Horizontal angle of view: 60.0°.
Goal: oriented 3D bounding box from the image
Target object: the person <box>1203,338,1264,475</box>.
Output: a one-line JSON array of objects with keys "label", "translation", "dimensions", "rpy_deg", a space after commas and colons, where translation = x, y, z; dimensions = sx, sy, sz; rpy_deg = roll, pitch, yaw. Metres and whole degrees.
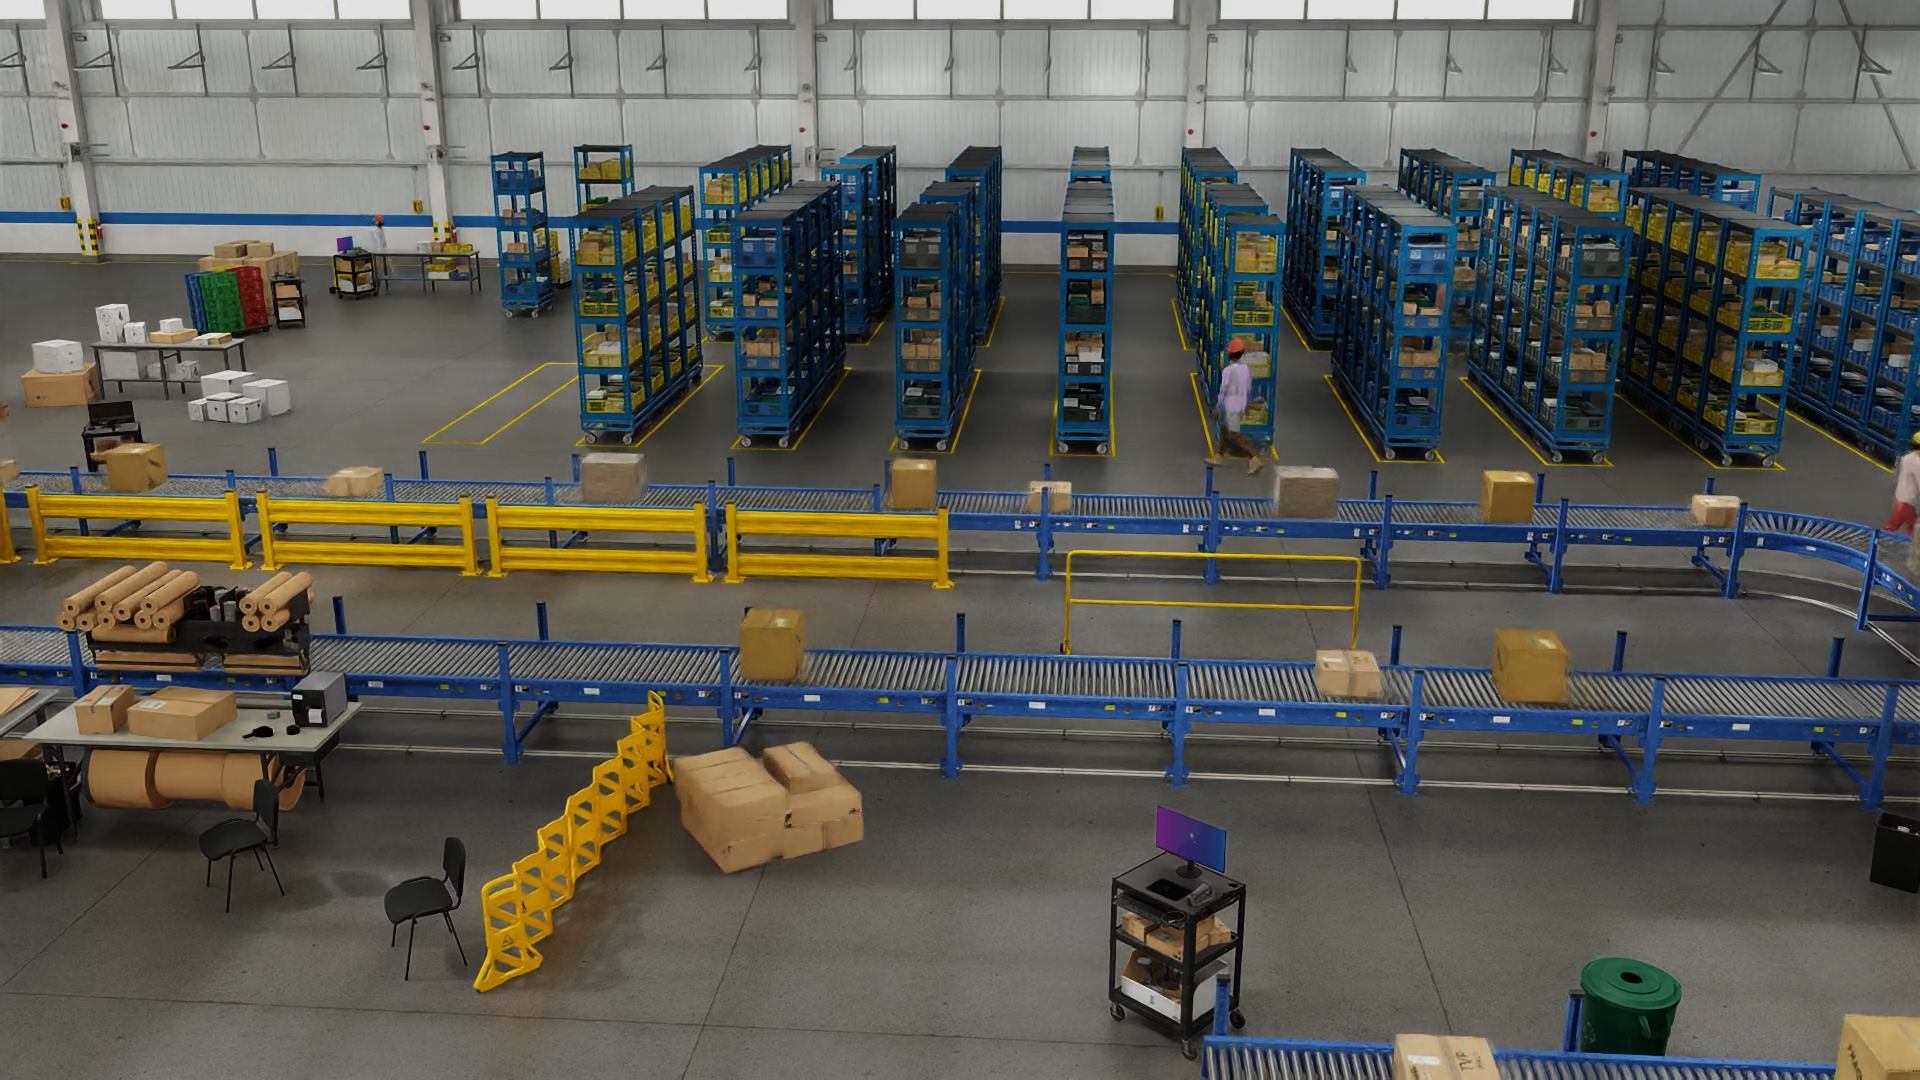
[{"label": "person", "translation": [4.112, -1.972, 24.569], "dimensions": [1.046, 2.000, 0.606], "rpy_deg": [14, 22, 37]}]

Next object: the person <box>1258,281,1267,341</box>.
[{"label": "person", "translation": [5.952, -4.651, 33.366], "dimensions": [0.451, 1.819, 0.585], "rpy_deg": [-2, 18, -6]}]

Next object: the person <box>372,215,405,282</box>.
[{"label": "person", "translation": [-14.662, -7.403, 42.259], "dimensions": [0.889, 1.698, 0.571], "rpy_deg": [1, 18, 4]}]

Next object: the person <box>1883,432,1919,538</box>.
[{"label": "person", "translation": [11.601, -0.479, 20.264], "dimensions": [0.899, 1.719, 0.539], "rpy_deg": [4, 18, 13]}]

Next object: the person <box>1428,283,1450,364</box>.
[{"label": "person", "translation": [9.148, -4.310, 31.985], "dimensions": [0.457, 1.976, 0.659], "rpy_deg": [-2, 18, -7]}]
